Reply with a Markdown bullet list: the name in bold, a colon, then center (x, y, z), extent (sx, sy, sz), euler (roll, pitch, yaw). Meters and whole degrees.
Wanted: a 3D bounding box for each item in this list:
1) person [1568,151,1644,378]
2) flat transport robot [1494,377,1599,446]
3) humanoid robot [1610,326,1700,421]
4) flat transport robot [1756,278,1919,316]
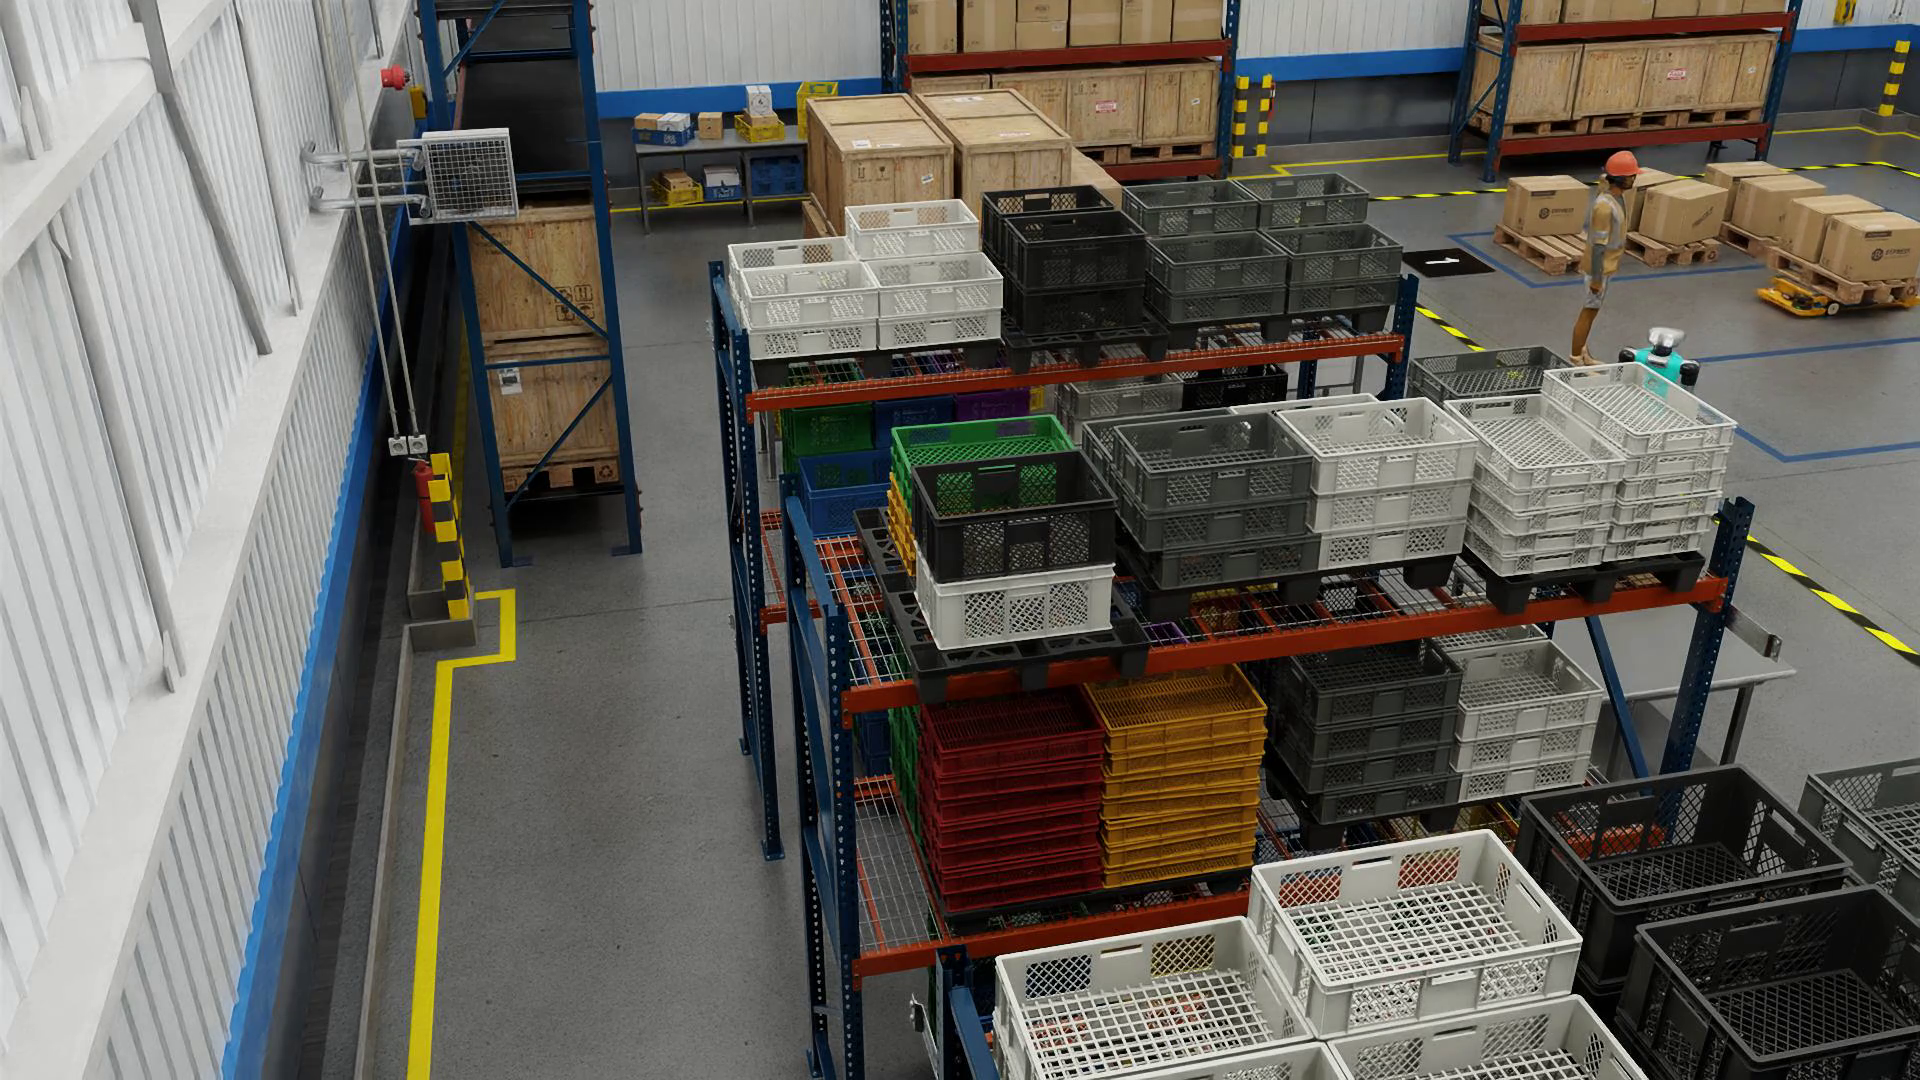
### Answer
- **person**: center (5.711, -2.428, 14.750), extent (0.366, 2.045, 0.613), euler (14, 31, 25)
- **flat transport robot**: center (4.780, -1.036, 14.013), extent (0.659, 0.231, 1.431), euler (-6, 28, -12)
- **humanoid robot**: center (4.903, -0.787, 11.820), extent (0.533, 1.677, 0.735), euler (17, 32, 29)
- **flat transport robot**: center (8.884, -2.511, 16.781), extent (1.431, 0.197, 0.652), euler (-6, 28, -12)
